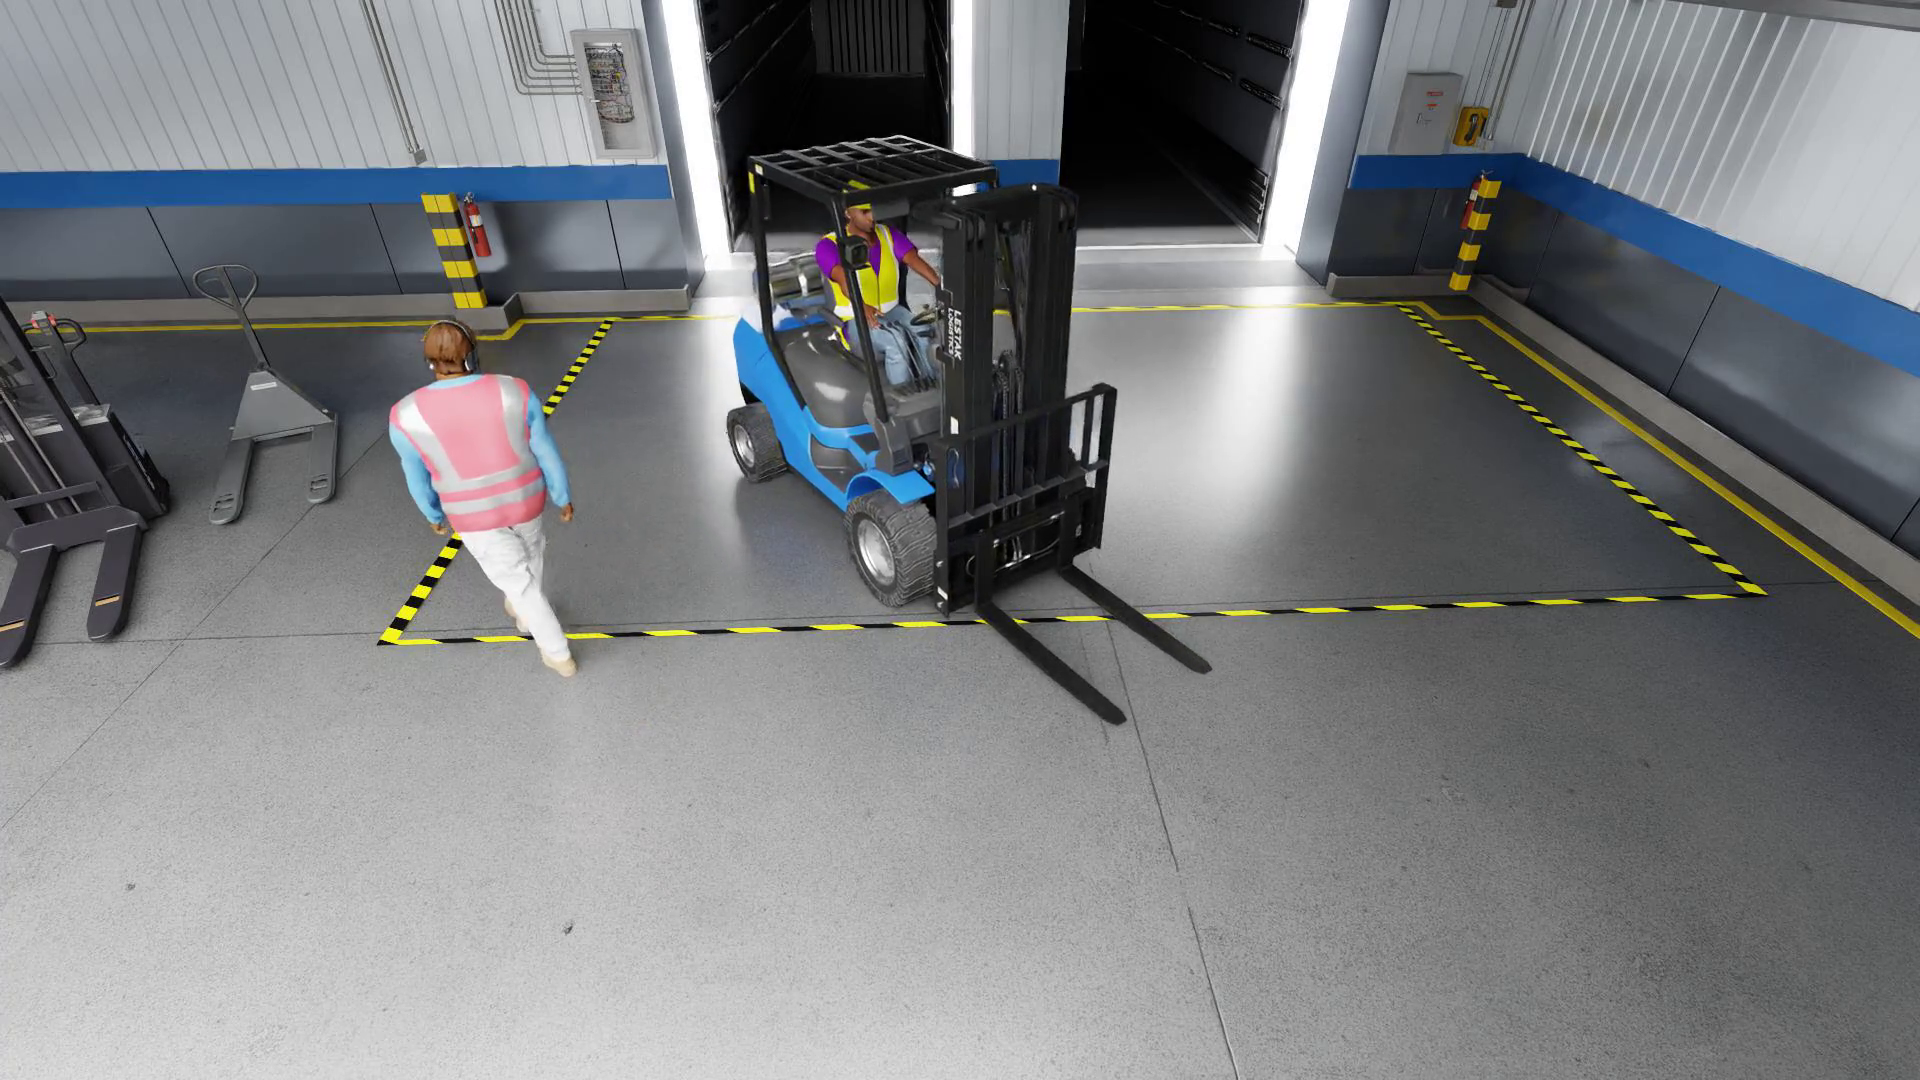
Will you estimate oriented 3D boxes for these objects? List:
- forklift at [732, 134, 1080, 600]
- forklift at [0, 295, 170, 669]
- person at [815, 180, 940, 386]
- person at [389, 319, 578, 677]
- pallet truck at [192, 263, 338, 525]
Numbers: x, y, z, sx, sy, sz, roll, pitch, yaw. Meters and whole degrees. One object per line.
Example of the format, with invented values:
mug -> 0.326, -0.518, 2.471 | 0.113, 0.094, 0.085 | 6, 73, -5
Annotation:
forklift -> -0.411, -1.195, 5.396 | 1.157, 2.036, 2.680 | -22, 41, -29
forklift -> -5.212, -0.618, 4.878 | 0.823, 1.965, 1.885 | -20, 39, -26
person -> -0.382, -1.318, 5.246 | 0.635, 1.294, 1.004 | -22, 41, -29
person -> -2.252, -0.186, 4.430 | 0.633, 1.795, 0.780 | -26, 43, -33
pallet truck -> -4.778, -1.027, 6.128 | 0.680, 1.201, 1.601 | -17, 38, -23
